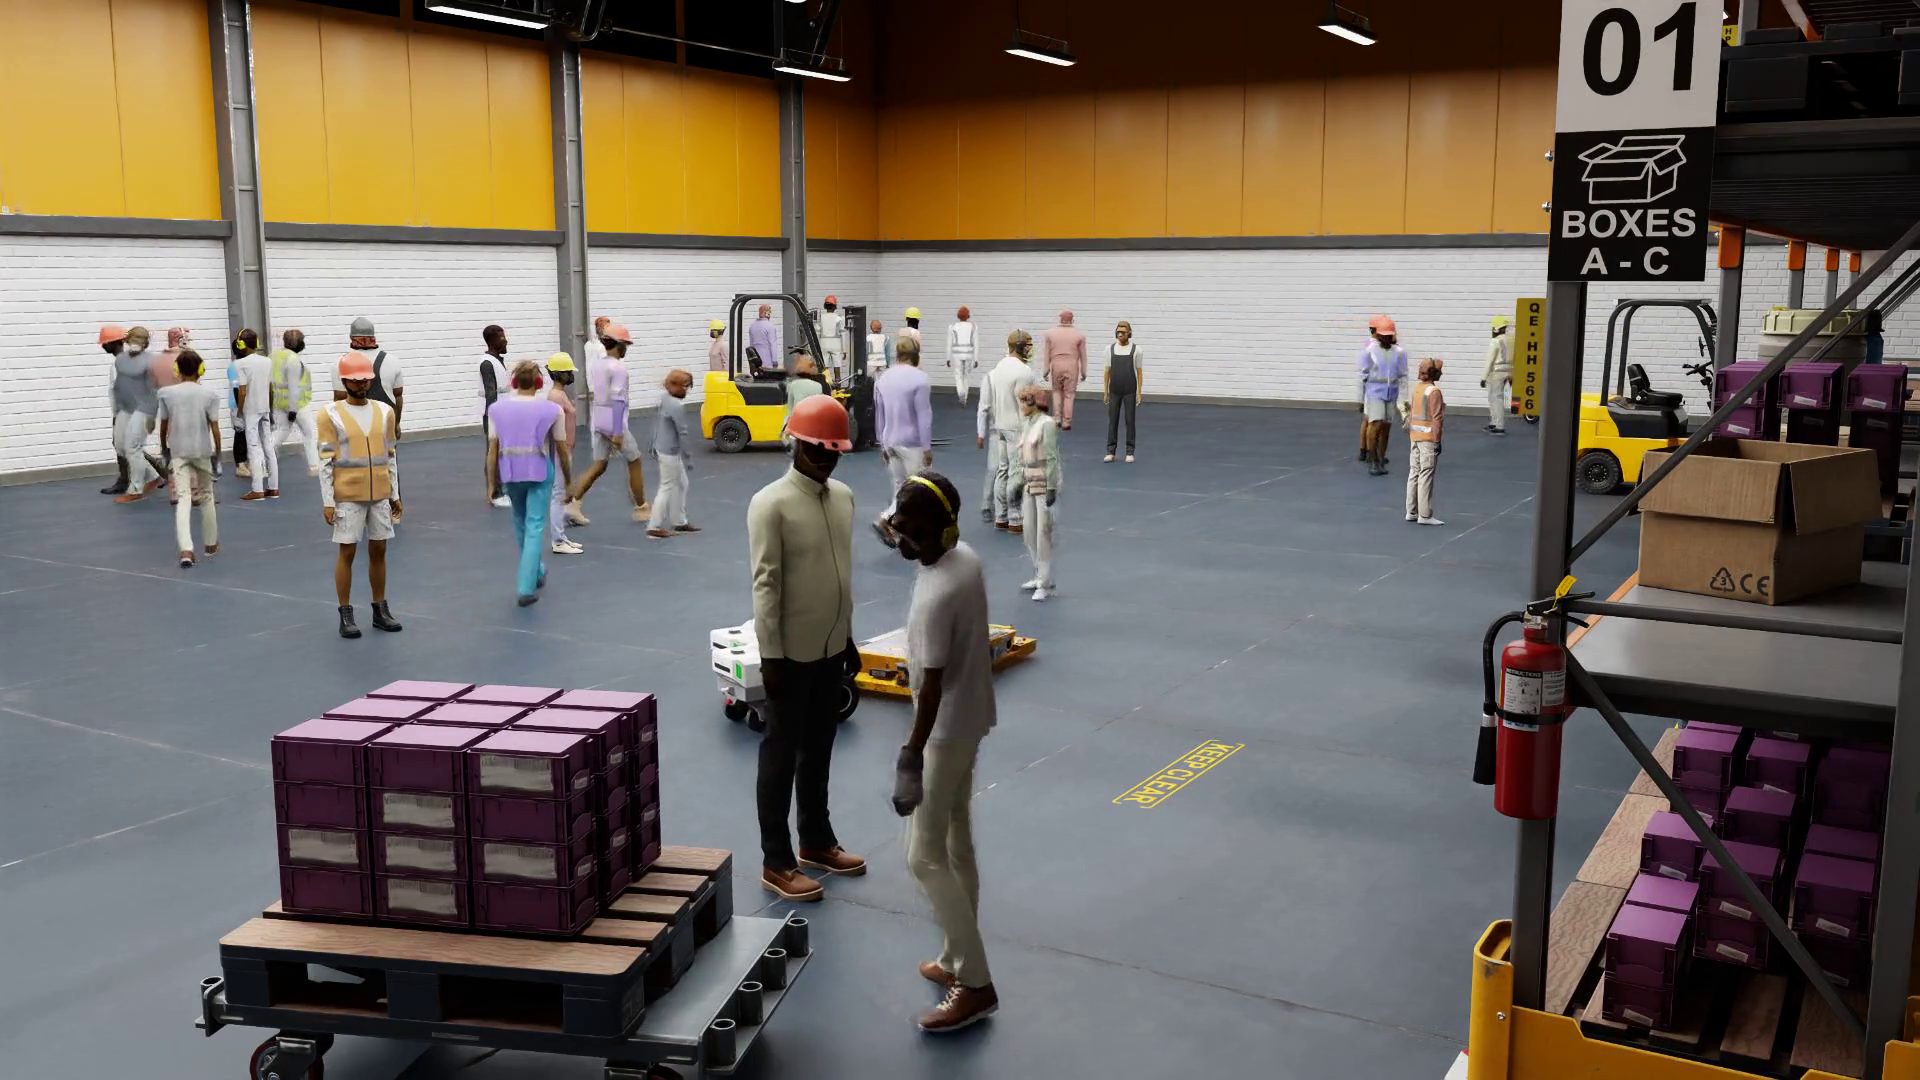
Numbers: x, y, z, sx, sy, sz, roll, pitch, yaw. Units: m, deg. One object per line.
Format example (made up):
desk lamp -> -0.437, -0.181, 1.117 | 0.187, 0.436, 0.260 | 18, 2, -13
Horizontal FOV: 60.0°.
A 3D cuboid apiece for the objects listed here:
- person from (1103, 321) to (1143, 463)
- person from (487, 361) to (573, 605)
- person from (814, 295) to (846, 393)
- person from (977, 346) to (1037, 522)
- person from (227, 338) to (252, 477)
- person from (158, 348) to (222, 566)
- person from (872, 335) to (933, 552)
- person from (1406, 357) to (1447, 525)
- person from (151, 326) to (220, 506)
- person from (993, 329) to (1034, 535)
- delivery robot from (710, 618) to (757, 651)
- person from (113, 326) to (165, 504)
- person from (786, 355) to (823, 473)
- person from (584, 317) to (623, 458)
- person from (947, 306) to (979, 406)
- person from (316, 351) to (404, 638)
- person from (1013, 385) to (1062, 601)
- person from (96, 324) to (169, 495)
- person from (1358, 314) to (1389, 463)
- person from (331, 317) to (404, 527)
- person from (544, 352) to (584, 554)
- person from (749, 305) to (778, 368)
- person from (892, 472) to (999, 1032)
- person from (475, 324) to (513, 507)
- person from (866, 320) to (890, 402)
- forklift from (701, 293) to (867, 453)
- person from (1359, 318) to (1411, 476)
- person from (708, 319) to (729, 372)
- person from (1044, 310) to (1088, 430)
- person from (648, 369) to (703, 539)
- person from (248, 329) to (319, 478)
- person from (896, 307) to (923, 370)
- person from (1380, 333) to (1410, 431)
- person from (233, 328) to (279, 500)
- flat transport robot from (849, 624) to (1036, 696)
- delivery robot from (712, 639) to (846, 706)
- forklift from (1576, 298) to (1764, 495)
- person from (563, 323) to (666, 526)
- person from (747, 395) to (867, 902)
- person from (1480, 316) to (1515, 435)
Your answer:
person -> 2.116, -1.915, 21.583 | 0.506, 1.846, 0.349 | 3, 10, 17
person -> -3.232, -0.451, 12.579 | 0.594, 1.794, 0.979 | 0, 9, 2
person -> -2.474, -3.654, 31.822 | 0.611, 2.042, 0.394 | 1, 9, 4
person -> 0.466, -1.061, 16.407 | 0.612, 1.797, 0.413 | -2, 9, -15
person -> -8.678, -1.607, 20.136 | 0.319, 1.692, 0.533 | -2, 9, -9
person -> -6.540, -0.712, 14.150 | 0.514, 1.832, 0.967 | -3, 10, -20
person -> -0.524, -0.823, 14.517 | 0.586, 1.924, 0.653 | -8, 12, -42
person -> 4.571, -0.967, 16.302 | 0.309, 1.639, 0.523 | -2, 9, -11
person -> -8.208, -1.302, 17.594 | 0.664, 1.904, 0.406 | 5, 10, 27
person -> 0.516, -1.015, 15.678 | 0.351, 1.936, 0.634 | -4, 10, -24
delivery robot -> -1.074, 0.601, 9.605 | 0.707, 0.478, 0.477 | -7, 11, -35
person -> -8.830, -1.337, 17.804 | 0.657, 1.901, 0.521 | 5, 10, 29
person -> -1.650, -1.182, 17.820 | 0.873, 1.590, 0.502 | -8, 12, -40
person -> -4.735, -2.024, 22.143 | 0.347, 1.882, 0.584 | 5, 11, 30
person -> 0.062, -3.357, 30.537 | 0.587, 1.862, 0.741 | -1, 9, -8
person -> -4.046, -0.310, 11.279 | 0.553, 1.935, 0.364 | -9, 13, -44
person -> 0.617, -0.364, 12.627 | 0.350, 1.617, 0.602 | -4, 10, -21
person -> -9.189, -1.443, 18.446 | 0.682, 1.911, 0.548 | -4, 10, -22
person -> 5.397, -1.963, 21.593 | 0.356, 1.936, 0.551 | -1, 9, -4
person -> -5.791, -1.153, 16.217 | 0.677, 2.000, 0.536 | -7, 11, -36
person -> -3.491, -0.763, 14.638 | 0.311, 1.768, 0.522 | -2, 9, -12
person -> -3.450, -3.226, 29.579 | 0.638, 1.908, 0.409 | 8, 12, 41
person -> -0.025, 0.675, 5.497 | 0.361, 1.831, 0.645 | 2, 9, 15
person -> -4.908, -1.310, 17.572 | 0.392, 1.922, 0.593 | -1, 9, -8
person -> -1.484, -3.090, 29.554 | 0.522, 1.639, 0.309 | -4, 10, -23
forklift -> -2.458, -2.344, 23.176 | 2.313, 2.155, 1.214 | 0, 9, -2
person -> 5.165, -1.724, 20.177 | 0.558, 1.909, 0.666 | -1, 9, -9
person -> -3.641, -2.436, 25.083 | 0.314, 1.769, 0.523 | -5, 11, -31
person -> 1.680, -2.677, 26.186 | 0.680, 1.886, 0.607 | 2, 9, 13
person -> -2.624, -0.797, 15.387 | 0.608, 1.585, 0.570 | -3, 10, -20
person -> -8.098, -1.637, 19.990 | 0.909, 1.807, 0.611 | -8, 12, -43
person -> -0.773, -2.737, 26.457 | 0.382, 1.924, 0.594 | -7, 11, -36
person -> 6.747, -2.487, 25.890 | 0.510, 1.606, 0.710 | -3, 10, -20
person -> -7.663, -1.358, 18.048 | 0.328, 1.865, 0.520 | 4, 10, 23
flat transport robot -> -0.154, 0.691, 10.213 | 0.652, 0.197, 1.431 | 5, 11, 30
delivery robot -> -0.987, 0.682, 9.099 | 0.707, 0.478, 0.477 | -6, 11, -34
forklift -> 7.954, -1.589, 18.462 | 2.313, 2.155, 1.214 | 5, 11, 30
person -> -3.433, -1.117, 16.193 | 1.032, 1.988, 0.619 | -7, 12, -38
person -> -0.587, 0.413, 6.620 | 0.401, 1.984, 0.612 | 6, 11, 31
person -> 8.141, -2.511, 25.382 | 0.625, 1.812, 0.580 | -8, 12, -43
